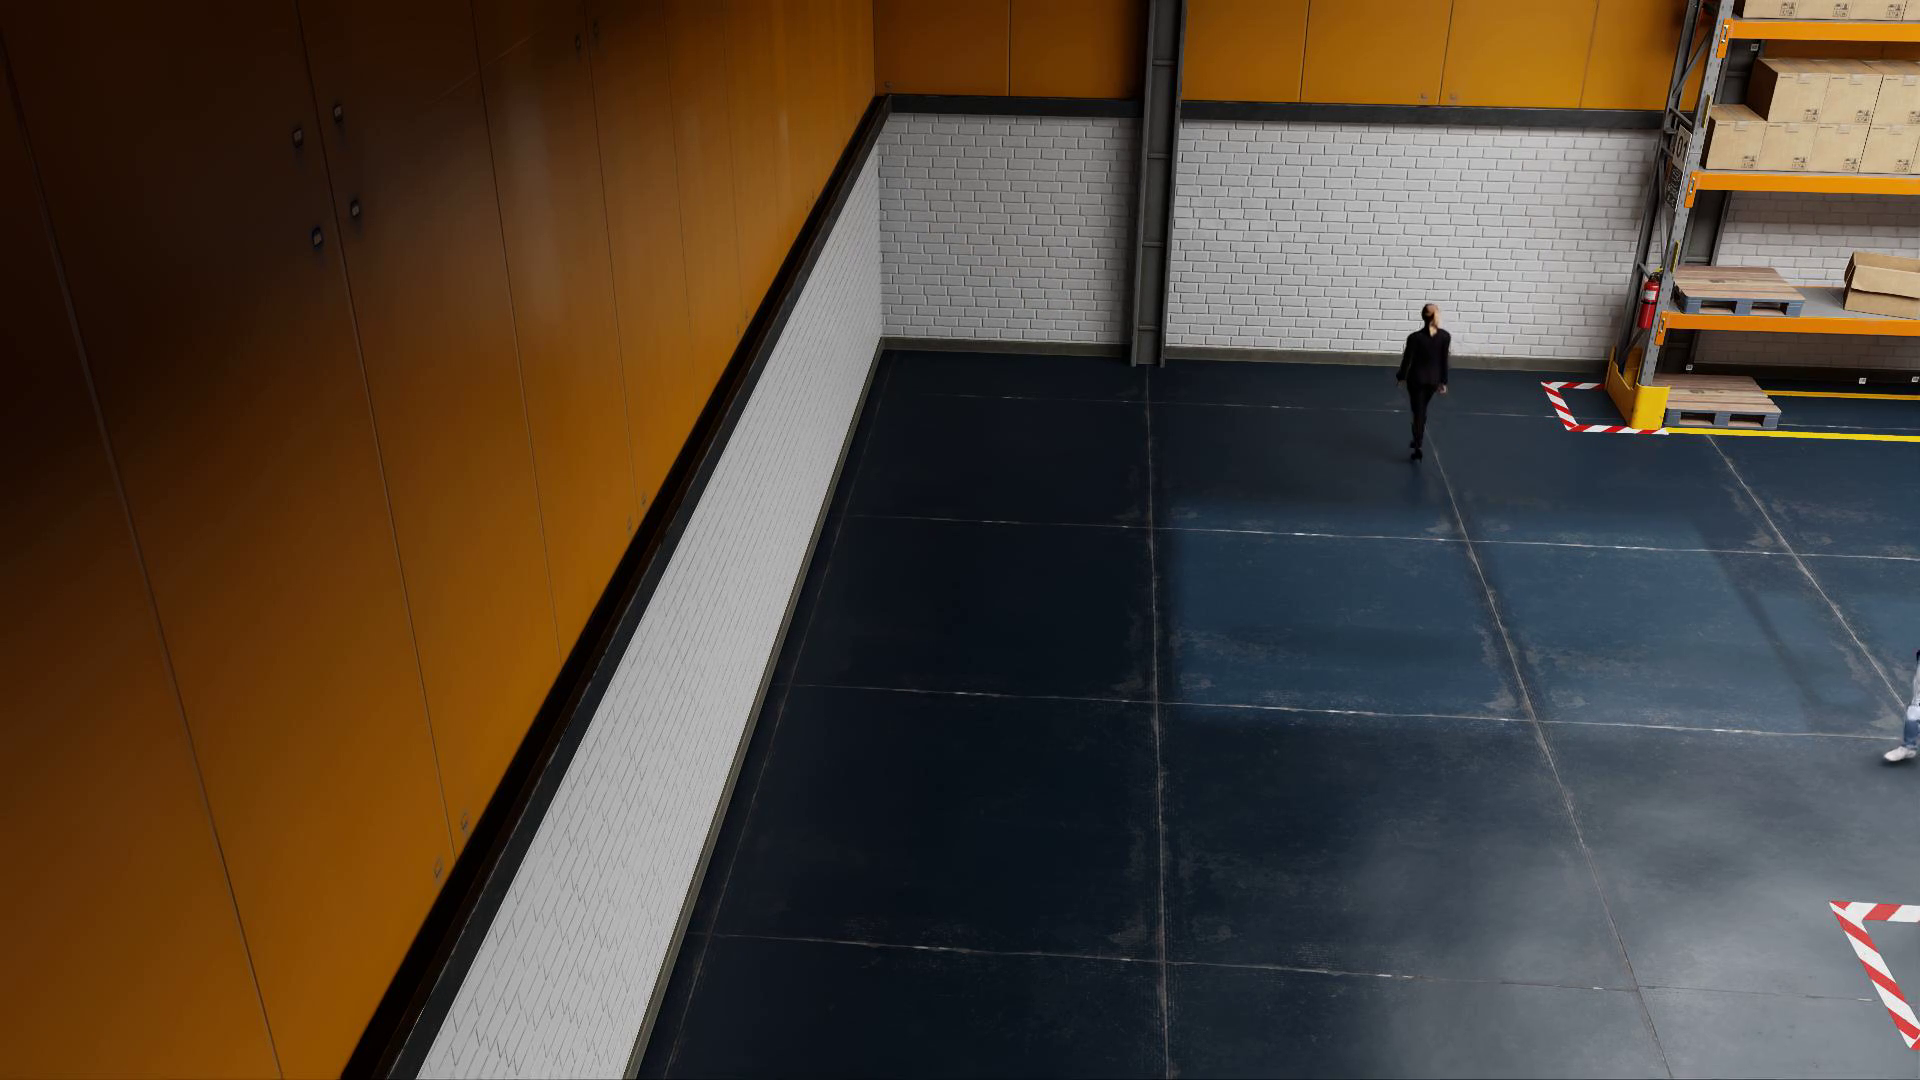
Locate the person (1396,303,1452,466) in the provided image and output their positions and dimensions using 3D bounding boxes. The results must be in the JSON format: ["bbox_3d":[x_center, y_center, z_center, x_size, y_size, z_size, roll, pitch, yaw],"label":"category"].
[{"bbox_3d":[4.746,-1.553,16.925,0.683,1.689,0.782,-3,29,-6],"label":"person"}]
